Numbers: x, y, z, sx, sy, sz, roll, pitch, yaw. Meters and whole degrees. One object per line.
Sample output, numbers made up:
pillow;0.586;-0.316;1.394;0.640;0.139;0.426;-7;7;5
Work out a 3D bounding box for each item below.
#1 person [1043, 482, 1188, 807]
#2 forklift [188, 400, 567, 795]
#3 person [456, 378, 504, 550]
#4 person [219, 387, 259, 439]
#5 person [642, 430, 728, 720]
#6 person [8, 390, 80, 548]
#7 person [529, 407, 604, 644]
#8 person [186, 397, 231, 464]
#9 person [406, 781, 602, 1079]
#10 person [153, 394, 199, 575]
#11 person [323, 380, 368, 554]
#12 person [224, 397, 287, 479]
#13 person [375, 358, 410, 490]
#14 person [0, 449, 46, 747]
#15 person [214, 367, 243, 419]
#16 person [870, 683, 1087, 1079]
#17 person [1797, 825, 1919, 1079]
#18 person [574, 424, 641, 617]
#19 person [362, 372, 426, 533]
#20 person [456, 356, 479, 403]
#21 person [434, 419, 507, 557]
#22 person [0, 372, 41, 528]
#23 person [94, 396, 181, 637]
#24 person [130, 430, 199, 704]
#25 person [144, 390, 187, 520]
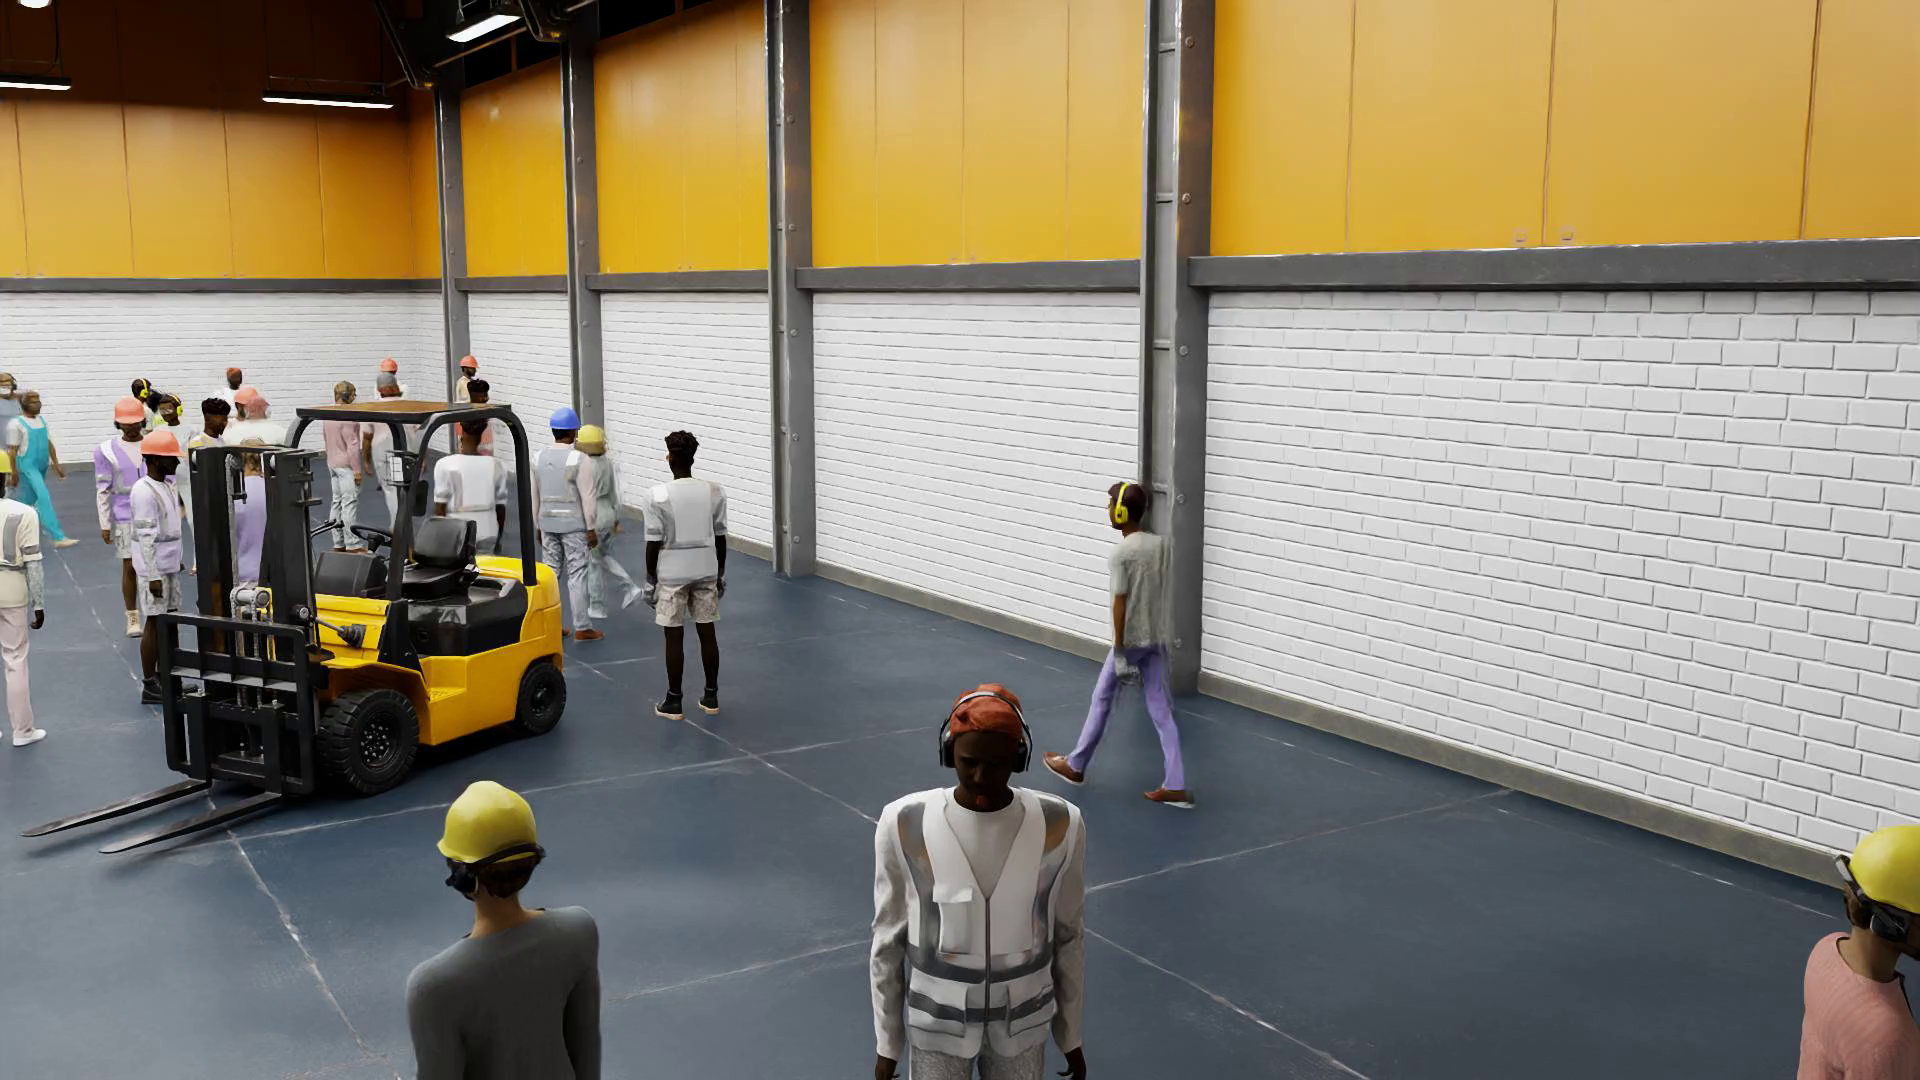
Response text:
person;0.930;0.574;9.485;0.514;1.821;0.970;-8;12;-43
forklift;-3.529;0.258;10.348;1.214;2.155;2.313;4;9;25
person;-5.324;-0.811;18.382;0.388;1.952;0.615;1;9;8
person;-7.336;-0.610;17.118;0.392;1.924;0.560;4;9;27
person;-1.861;0.233;11.279;0.607;1.966;0.367;-5;10;-31
person;-10.520;-0.802;18.864;0.995;1.802;0.513;1;9;7
person;-3.247;-0.116;13.692;0.605;1.949;0.399;4;9;24
person;-6.671;-0.304;14.924;0.380;1.958;0.603;-1;8;-4
person;-1.058;1.429;3.891;0.317;1.769;0.522;7;11;38
person;-7.994;-0.563;17.017;0.512;1.861;0.325;1;8;4
person;-6.710;-0.773;18.174;0.627;1.934;0.372;8;12;44
person;-6.968;-0.493;16.559;0.672;1.844;0.990;-1;9;-8
person;-8.297;-1.682;24.280;0.544;1.939;0.353;1;9;8
person;-6.121;0.365;10.574;0.581;1.919;0.399;-1;9;-9
person;-10.427;-1.566;23.851;0.967;1.846;0.584;7;11;38
person;0.052;1.297;4.380;0.573;1.887;0.354;-1;9;-7
person;1.989;1.470;3.672;0.339;1.756;0.532;2;9;15
person;-3.174;-0.163;14.735;0.492;1.729;0.491;3;9;19
person;-6.615;-1.009;19.405;0.681;2.000;1.043;-6;10;-36
person;-7.493;-1.844;25.390;0.376;1.934;0.547;-3;9;-20
person;-3.859;-0.030;13.143;0.649;1.937;0.484;-8;11;-42
person;-11.547;-1.078;20.271;0.636;1.928;0.380;-4;10;-28
person;-6.876;-0.191;13.942;0.613;2.029;0.409;-6;10;-33
person;-5.618;0.186;11.746;0.387;1.928;0.549;-1;9;-9
person;-10.167;-1.054;20.901;0.803;1.662;0.553;-7;11;-41
